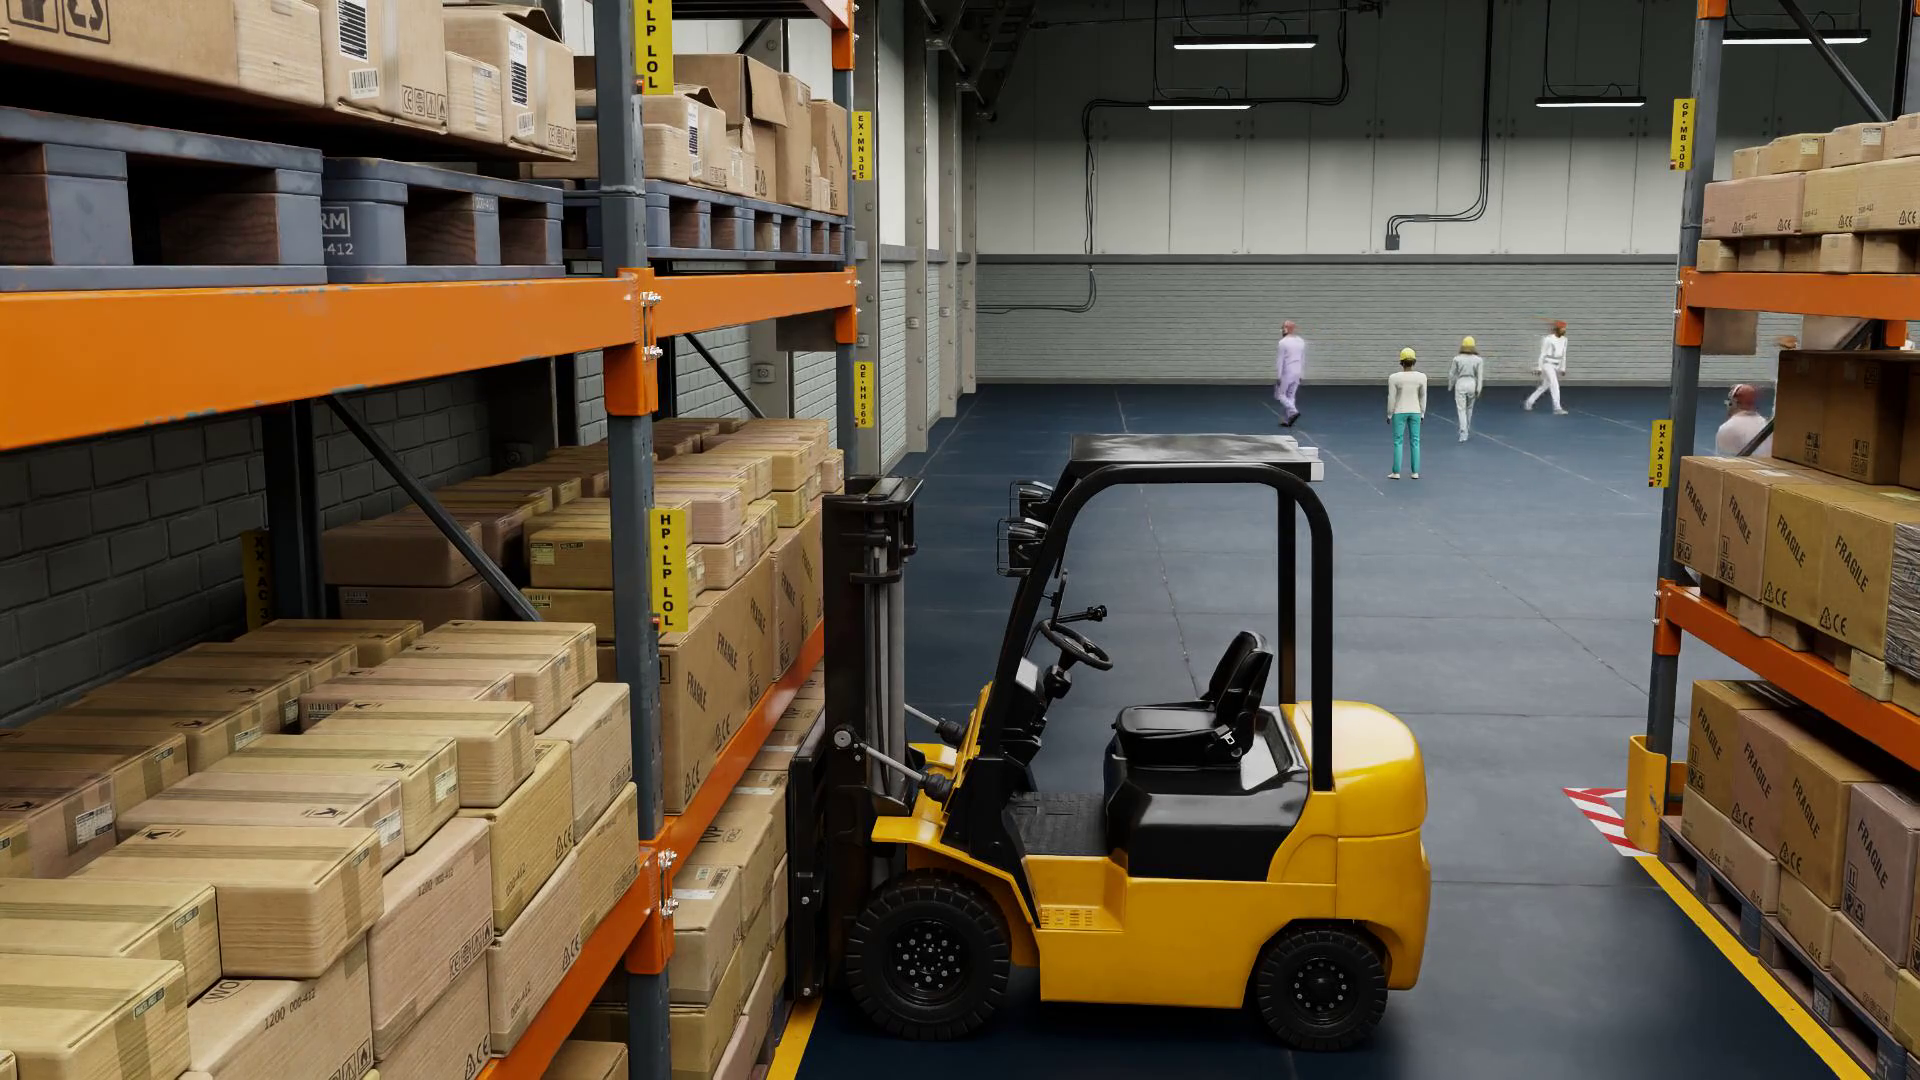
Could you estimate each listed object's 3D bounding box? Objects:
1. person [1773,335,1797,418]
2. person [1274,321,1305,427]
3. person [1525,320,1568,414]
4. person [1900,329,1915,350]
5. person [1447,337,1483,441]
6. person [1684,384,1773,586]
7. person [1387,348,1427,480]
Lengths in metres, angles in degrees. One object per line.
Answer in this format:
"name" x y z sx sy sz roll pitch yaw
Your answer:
"person" 14.965 -2.903 30.122 0.391 1.622 0.518 4 10 23
"person" 5.838 -2.919 29.374 0.655 1.891 0.528 -7 12 -36
"person" 11.442 -3.371 32.374 0.588 1.831 0.965 -6 11 -34
"person" 18.738 -3.415 33.173 0.512 1.633 0.323 0 9 -2
"person" 8.287 -2.471 27.268 0.502 1.695 0.925 1 9 3
"person" 6.729 -0.412 14.333 0.664 1.853 1.010 -4 10 -25
"person" 5.979 -1.686 22.283 0.524 1.772 0.301 0 9 -2
